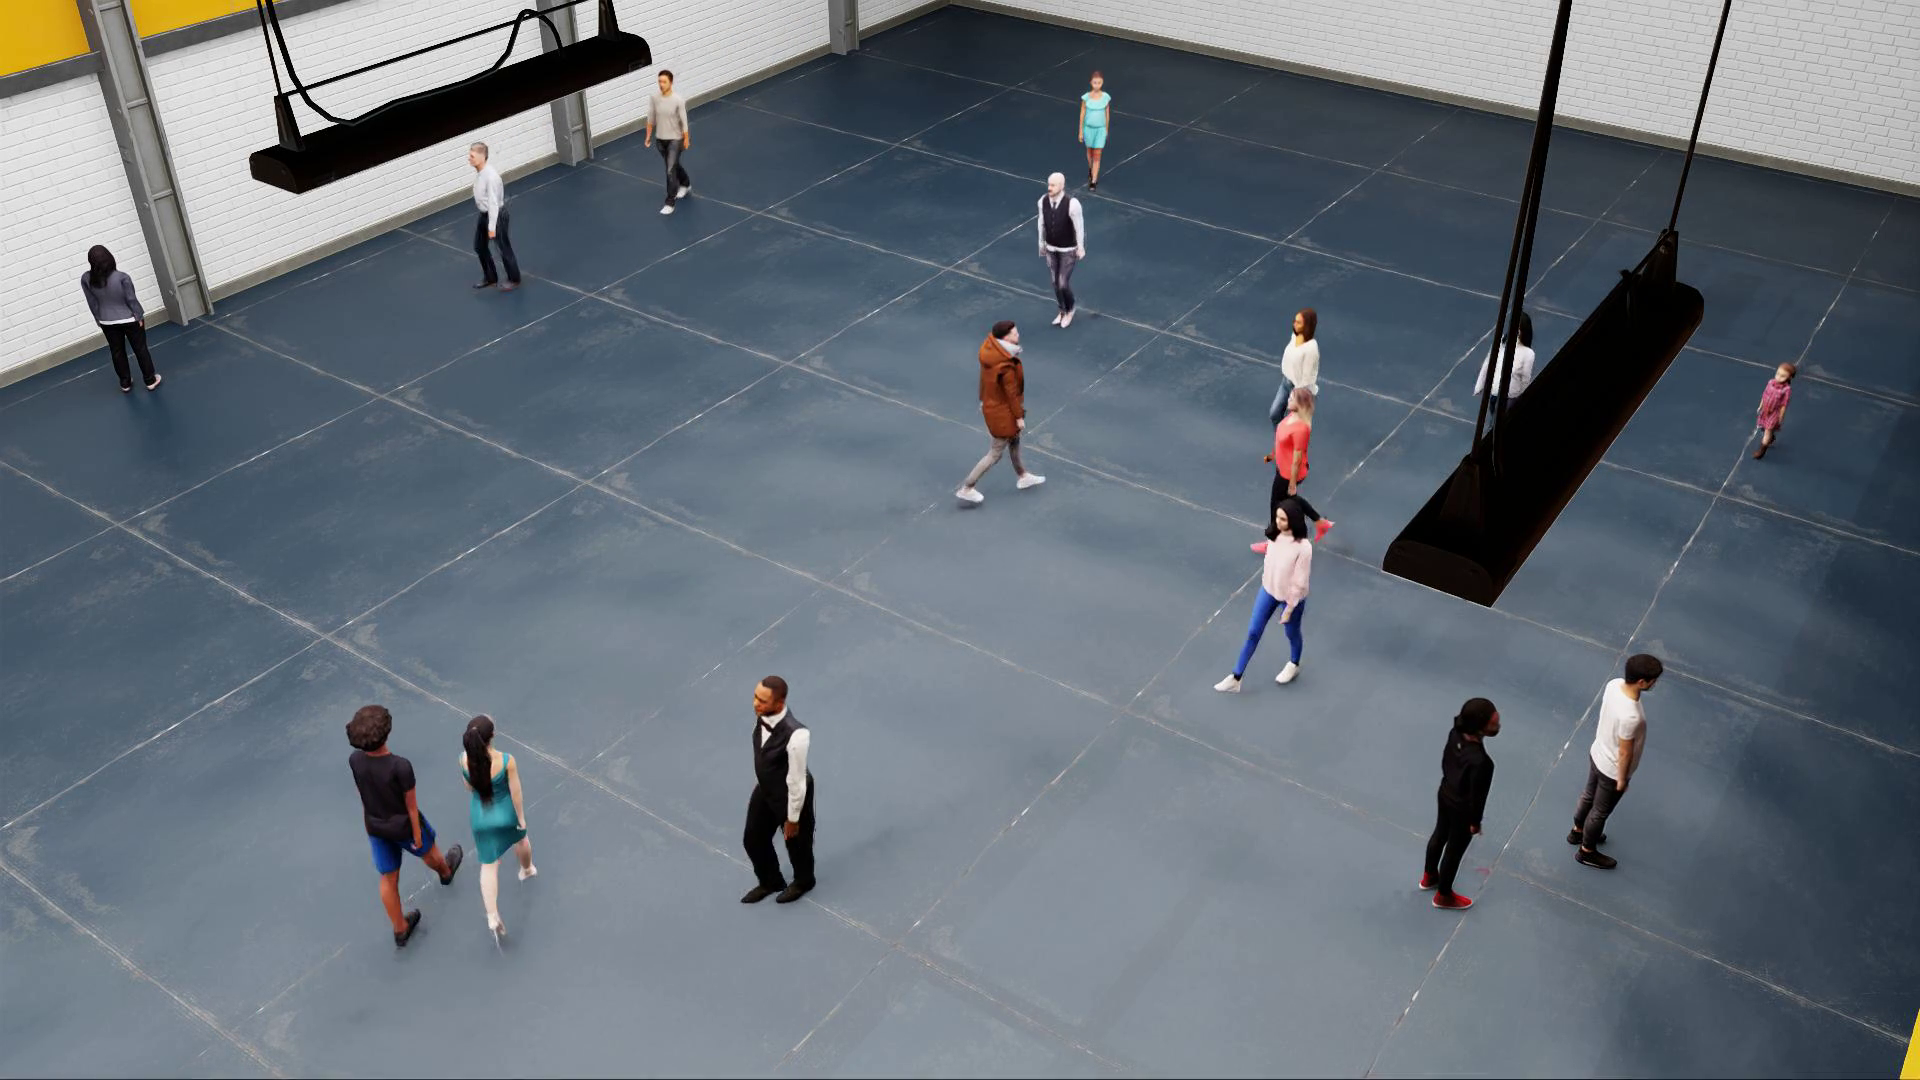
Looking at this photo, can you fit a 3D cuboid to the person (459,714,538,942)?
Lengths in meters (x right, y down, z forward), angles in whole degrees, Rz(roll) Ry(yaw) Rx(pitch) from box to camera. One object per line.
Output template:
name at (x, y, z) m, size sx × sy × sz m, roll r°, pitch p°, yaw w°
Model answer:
person at (-3.047, 1.864, 10.820) m, size 0.925 × 1.648 × 1.064 m, roll -1°, pitch 34°, yaw -2°

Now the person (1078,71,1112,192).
person at (1.763, -5.401, 21.868) m, size 0.904 × 1.518 × 1.133 m, roll 3°, pitch 34°, yaw 5°

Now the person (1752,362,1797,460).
person at (7.907, -1.273, 16.110) m, size 0.612 × 1.017 × 0.533 m, roll -18°, pitch 37°, yaw -24°

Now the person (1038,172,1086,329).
person at (1.162, -3.205, 18.313) m, size 0.697 × 1.795 × 0.644 m, roll 21°, pitch 39°, yaw 29°

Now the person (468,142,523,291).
person at (-5.275, -3.720, 19.081) m, size 0.905 × 1.802 × 0.833 m, roll -21°, pitch 39°, yaw -28°

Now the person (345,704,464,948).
person at (-3.678, 1.878, 10.698) m, size 0.918 × 1.761 × 1.136 m, roll 4°, pitch 34°, yaw 6°

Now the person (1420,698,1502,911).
person at (3.296, 1.737, 10.989) m, size 0.726 × 1.673 × 0.671 m, roll -7°, pitch 34°, yaw -10°

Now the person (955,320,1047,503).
person at (0.302, -1.129, 15.188) m, size 1.272 × 1.796 × 1.139 m, roll -10°, pitch 35°, yaw -15°

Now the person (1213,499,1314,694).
person at (2.574, 0.430, 12.904) m, size 1.146 × 1.729 × 0.850 m, roll -24°, pitch 41°, yaw -32°

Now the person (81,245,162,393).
person at (-8.643, -2.282, 17.106) m, size 0.794 × 1.595 × 0.842 m, roll -2°, pitch 34°, yaw -3°

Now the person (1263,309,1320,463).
person at (3.288, -1.440, 15.768) m, size 0.819 × 1.673 × 0.769 m, roll -9°, pitch 35°, yaw -13°

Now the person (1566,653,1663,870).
person at (4.447, 1.477, 11.339) m, size 0.765 × 1.717 × 0.645 m, roll 3°, pitch 34°, yaw 4°

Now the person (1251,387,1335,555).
person at (2.965, -0.584, 14.472) m, size 0.927 × 1.681 × 0.979 m, roll 4°, pitch 34°, yaw 6°

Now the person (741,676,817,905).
person at (-1.083, 1.619, 10.956) m, size 0.853 × 1.906 × 0.813 m, roll -25°, pitch 41°, yaw -32°

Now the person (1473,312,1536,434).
person at (5.174, -1.383, 15.692) m, size 1.194 × 1.662 × 0.853 m, roll -23°, pitch 40°, yaw -31°

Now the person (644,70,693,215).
person at (-3.673, -5.140, 21.249) m, size 0.836 × 1.767 × 1.207 m, roll 13°, pitch 36°, yaw 18°
